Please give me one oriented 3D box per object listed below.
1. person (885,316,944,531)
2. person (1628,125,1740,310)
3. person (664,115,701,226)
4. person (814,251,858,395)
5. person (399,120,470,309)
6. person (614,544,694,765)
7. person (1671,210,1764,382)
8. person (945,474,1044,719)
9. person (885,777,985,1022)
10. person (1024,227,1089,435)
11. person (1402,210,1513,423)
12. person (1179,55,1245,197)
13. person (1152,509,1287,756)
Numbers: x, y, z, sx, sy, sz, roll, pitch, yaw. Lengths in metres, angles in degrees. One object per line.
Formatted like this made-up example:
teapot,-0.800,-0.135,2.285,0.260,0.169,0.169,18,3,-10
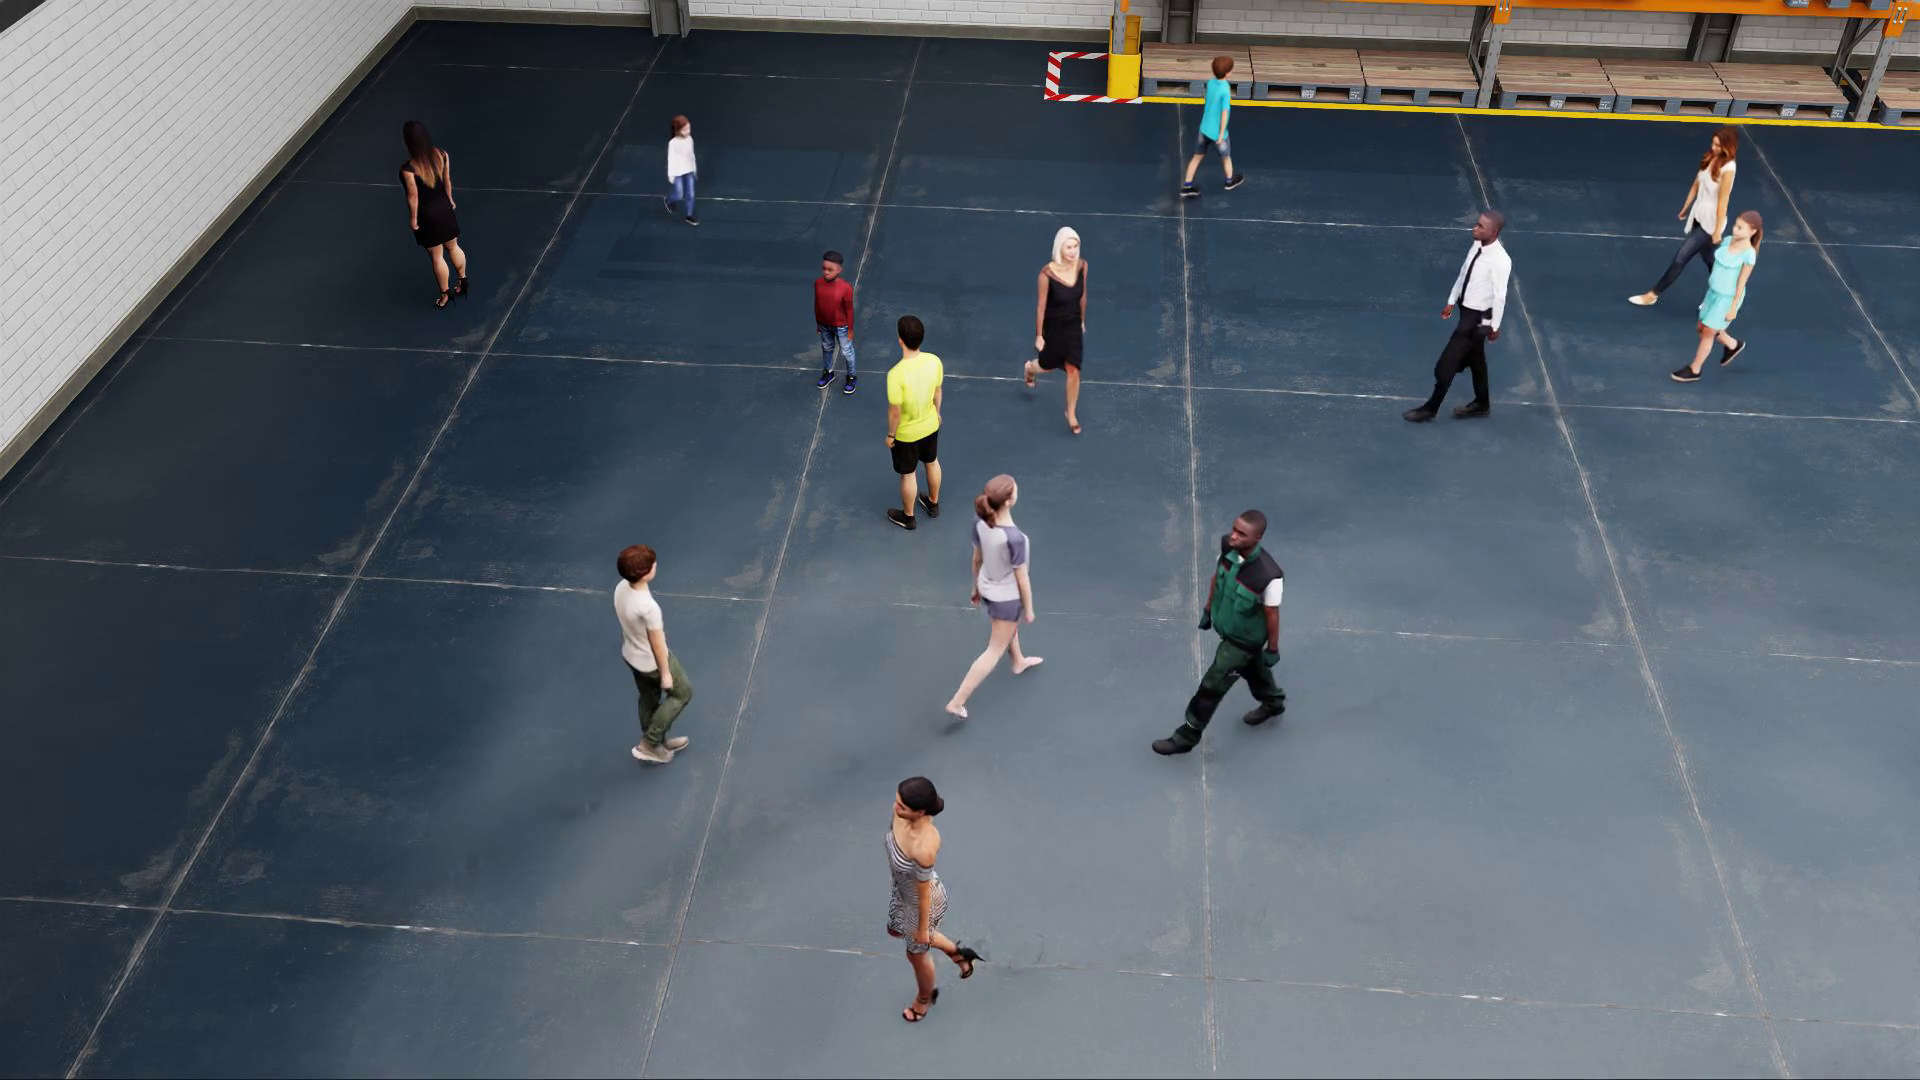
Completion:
person,-0.318,-0.843,11.937,0.685,1.708,0.757,-25,45,-28
person,6.502,-2.718,14.266,1.076,1.732,0.593,1,39,2
person,-2.677,-3.527,15.787,0.718,1.097,0.641,29,47,31
person,-1.010,-1.785,13.481,0.502,1.253,0.610,14,41,17
person,-4.549,-2.818,14.402,0.740,1.718,0.738,20,43,23
person,-1.928,0.747,9.992,0.816,1.651,0.756,-28,46,-30
person,6.249,-1.975,13.481,0.907,1.551,0.686,-7,39,-8
person,0.197,0.377,10.388,1.142,1.735,1.079,-27,46,-30
person,-0.128,1.828,8.511,0.856,1.809,0.770,-12,40,-15
person,0.745,-1.687,12.982,1.046,1.724,0.978,-16,41,-19
person,4.112,-1.729,12.965,1.037,1.809,0.783,-4,39,-4
person,2.399,-3.972,16.093,1.003,1.411,0.894,-23,44,-26
person,1.776,0.542,10.140,1.325,1.786,1.093,-16,41,-19
